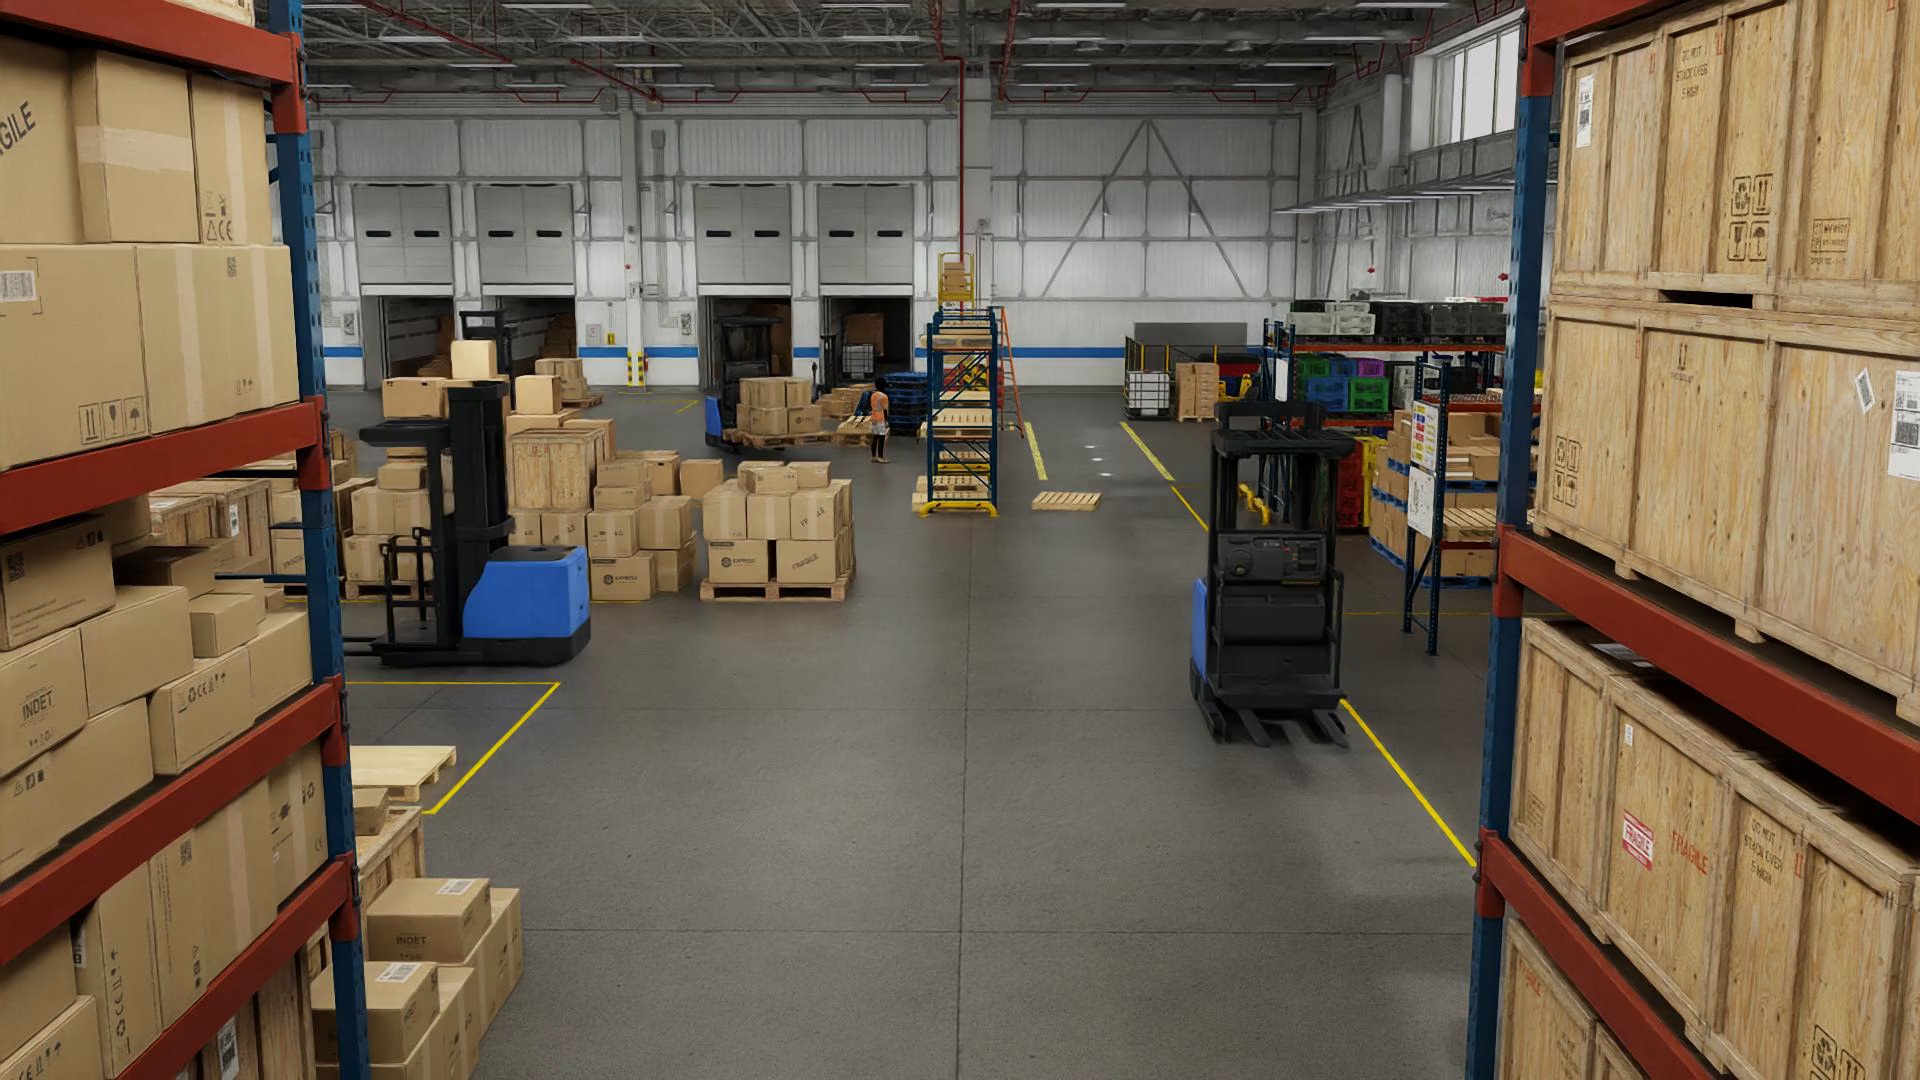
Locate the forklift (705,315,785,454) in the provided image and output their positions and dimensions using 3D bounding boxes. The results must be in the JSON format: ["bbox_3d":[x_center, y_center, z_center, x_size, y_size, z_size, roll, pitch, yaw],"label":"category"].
[{"bbox_3d":[-4.554,-3.289,34.675,1.129,2.768,1.873,-5,11,-27],"label":"forklift"}]

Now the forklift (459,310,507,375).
[{"bbox_3d":[-10.776,-3.806,37.658,1.129,2.768,1.873,0,10,1],"label":"forklift"}]

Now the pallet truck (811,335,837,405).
[{"bbox_3d":[-3.021,-4.312,43.126,1.885,1.965,0.823,3,10,17],"label":"pallet truck"}]

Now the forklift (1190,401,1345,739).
[{"bbox_3d":[2.699,0.166,14.742,1.129,2.768,1.873,0,10,1],"label":"forklift"}]

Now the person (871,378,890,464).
[{"bbox_3d":[-1.569,-2.339,32.638,0.321,1.689,0.530,-6,11,-30],"label":"person"}]

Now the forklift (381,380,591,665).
[{"bbox_3d":[-4.818,-0.202,16.866,1.873,2.768,1.129,0,10,0],"label":"forklift"}]
